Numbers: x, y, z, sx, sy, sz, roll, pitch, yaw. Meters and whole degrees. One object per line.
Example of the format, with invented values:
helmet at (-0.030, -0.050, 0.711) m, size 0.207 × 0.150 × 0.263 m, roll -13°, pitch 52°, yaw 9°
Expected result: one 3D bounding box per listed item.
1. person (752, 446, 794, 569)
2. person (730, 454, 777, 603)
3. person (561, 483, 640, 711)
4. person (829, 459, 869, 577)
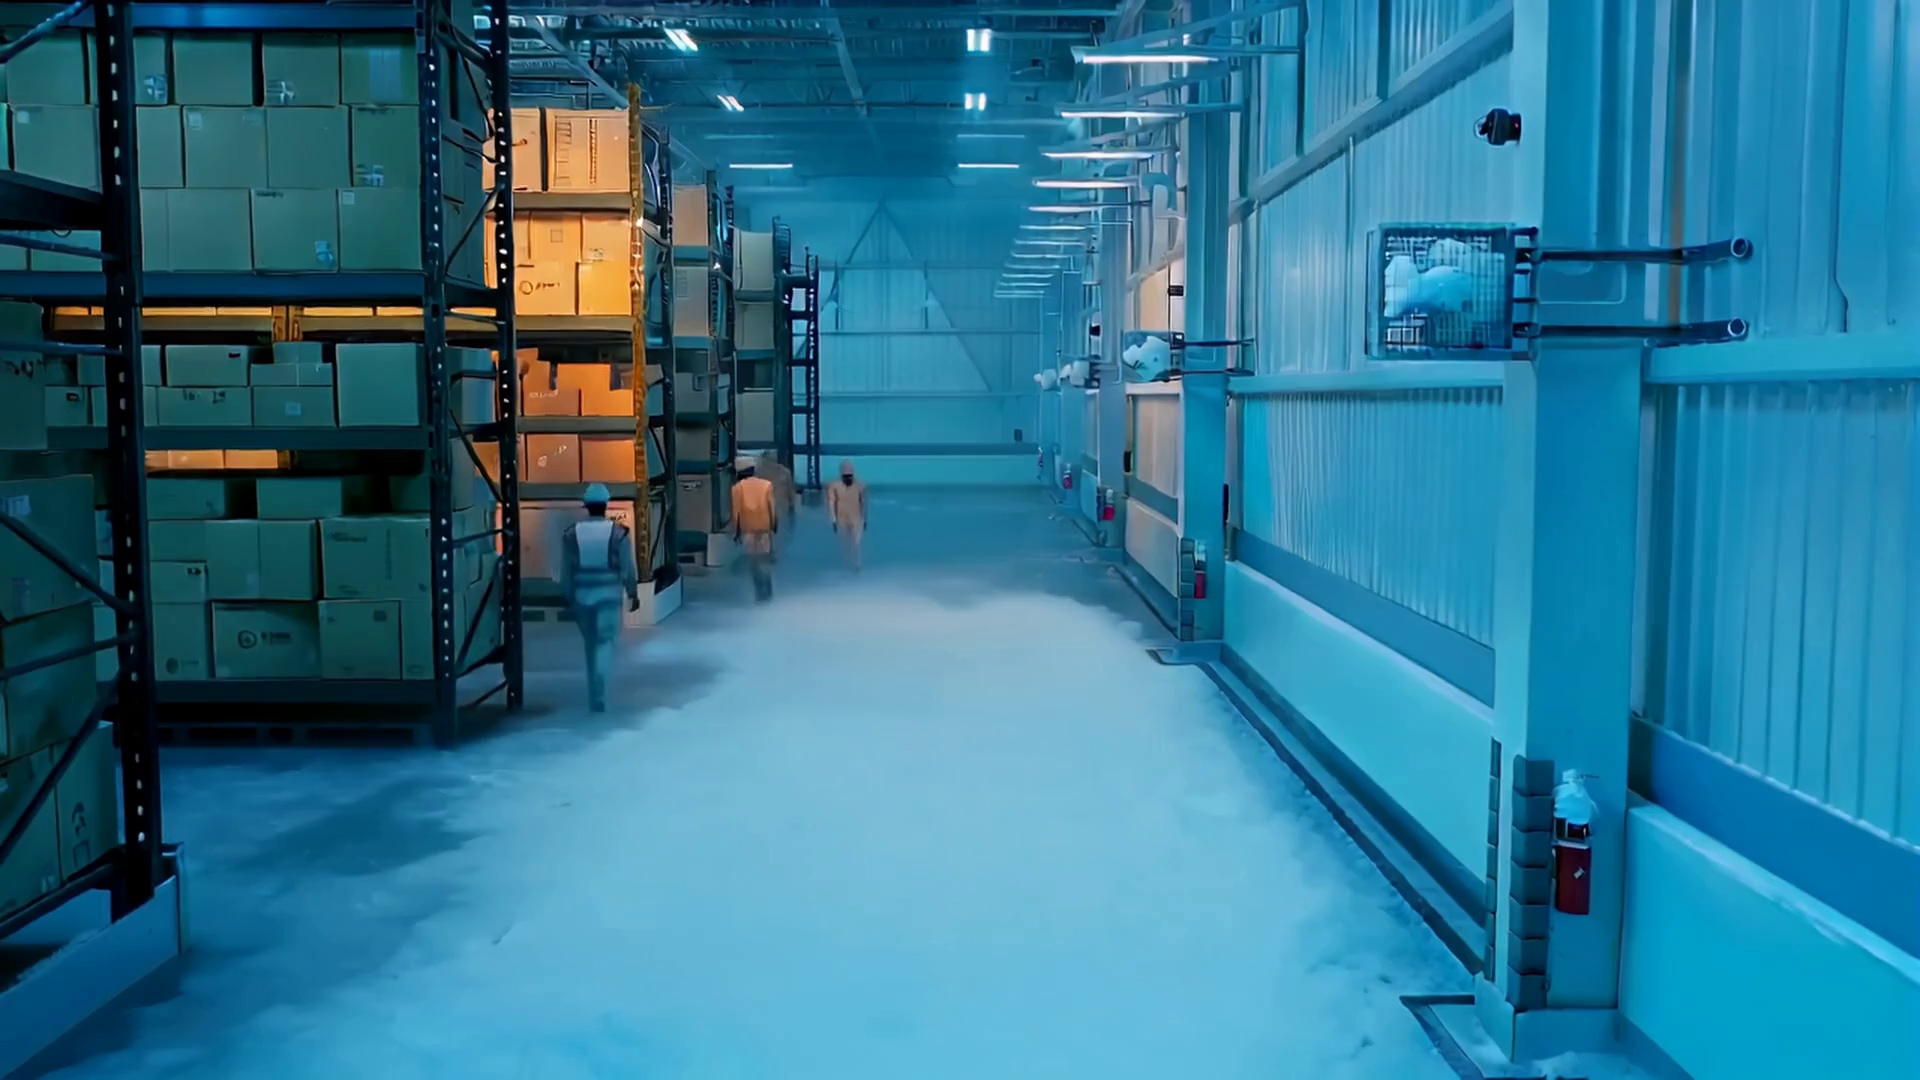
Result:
person at (-2.869, -0.501, 25.439) m, size 0.665 × 1.888 × 0.566 m, roll 0°, pitch 5°, yaw -3°
person at (-2.633, -0.142, 21.193) m, size 0.596 × 1.900 × 0.387 m, roll -2°, pitch 5°, yaw -19°
person at (-3.050, 0.466, 14.169) m, size 0.611 × 1.892 × 1.010 m, roll 0°, pitch 5°, yaw 4°
person at (-1.607, -0.305, 24.110) m, size 0.580 × 1.719 × 0.726 m, roll 0°, pitch 5°, yaw -6°
